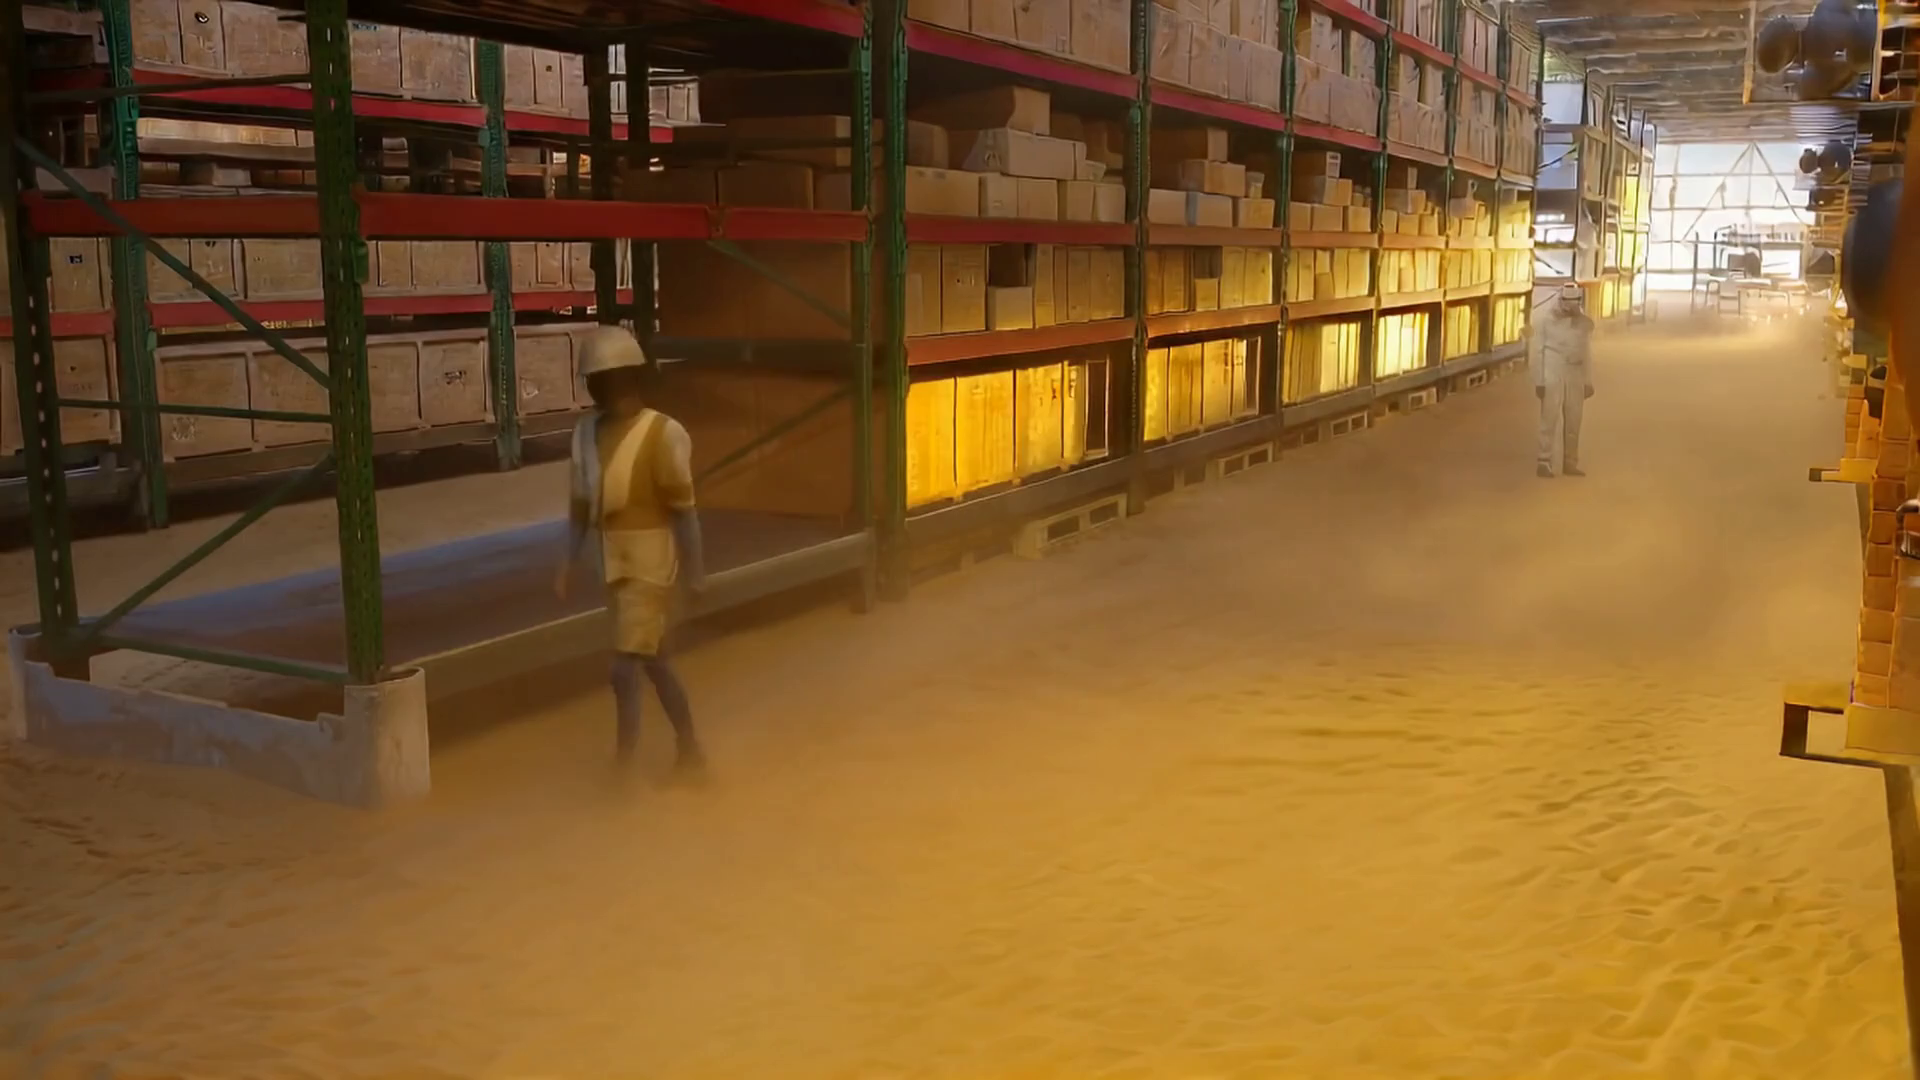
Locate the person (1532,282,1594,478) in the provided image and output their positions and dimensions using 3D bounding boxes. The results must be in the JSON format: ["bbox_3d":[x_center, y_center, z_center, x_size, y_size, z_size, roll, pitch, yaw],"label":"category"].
[{"bbox_3d":[5.874,-1.547,16.169,0.651,1.895,0.400,-3,10,-15],"label":"person"}]

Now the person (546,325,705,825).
[{"bbox_3d":[-1.347,0.128,6.464,0.550,1.890,0.922,7,12,35],"label":"person"}]
